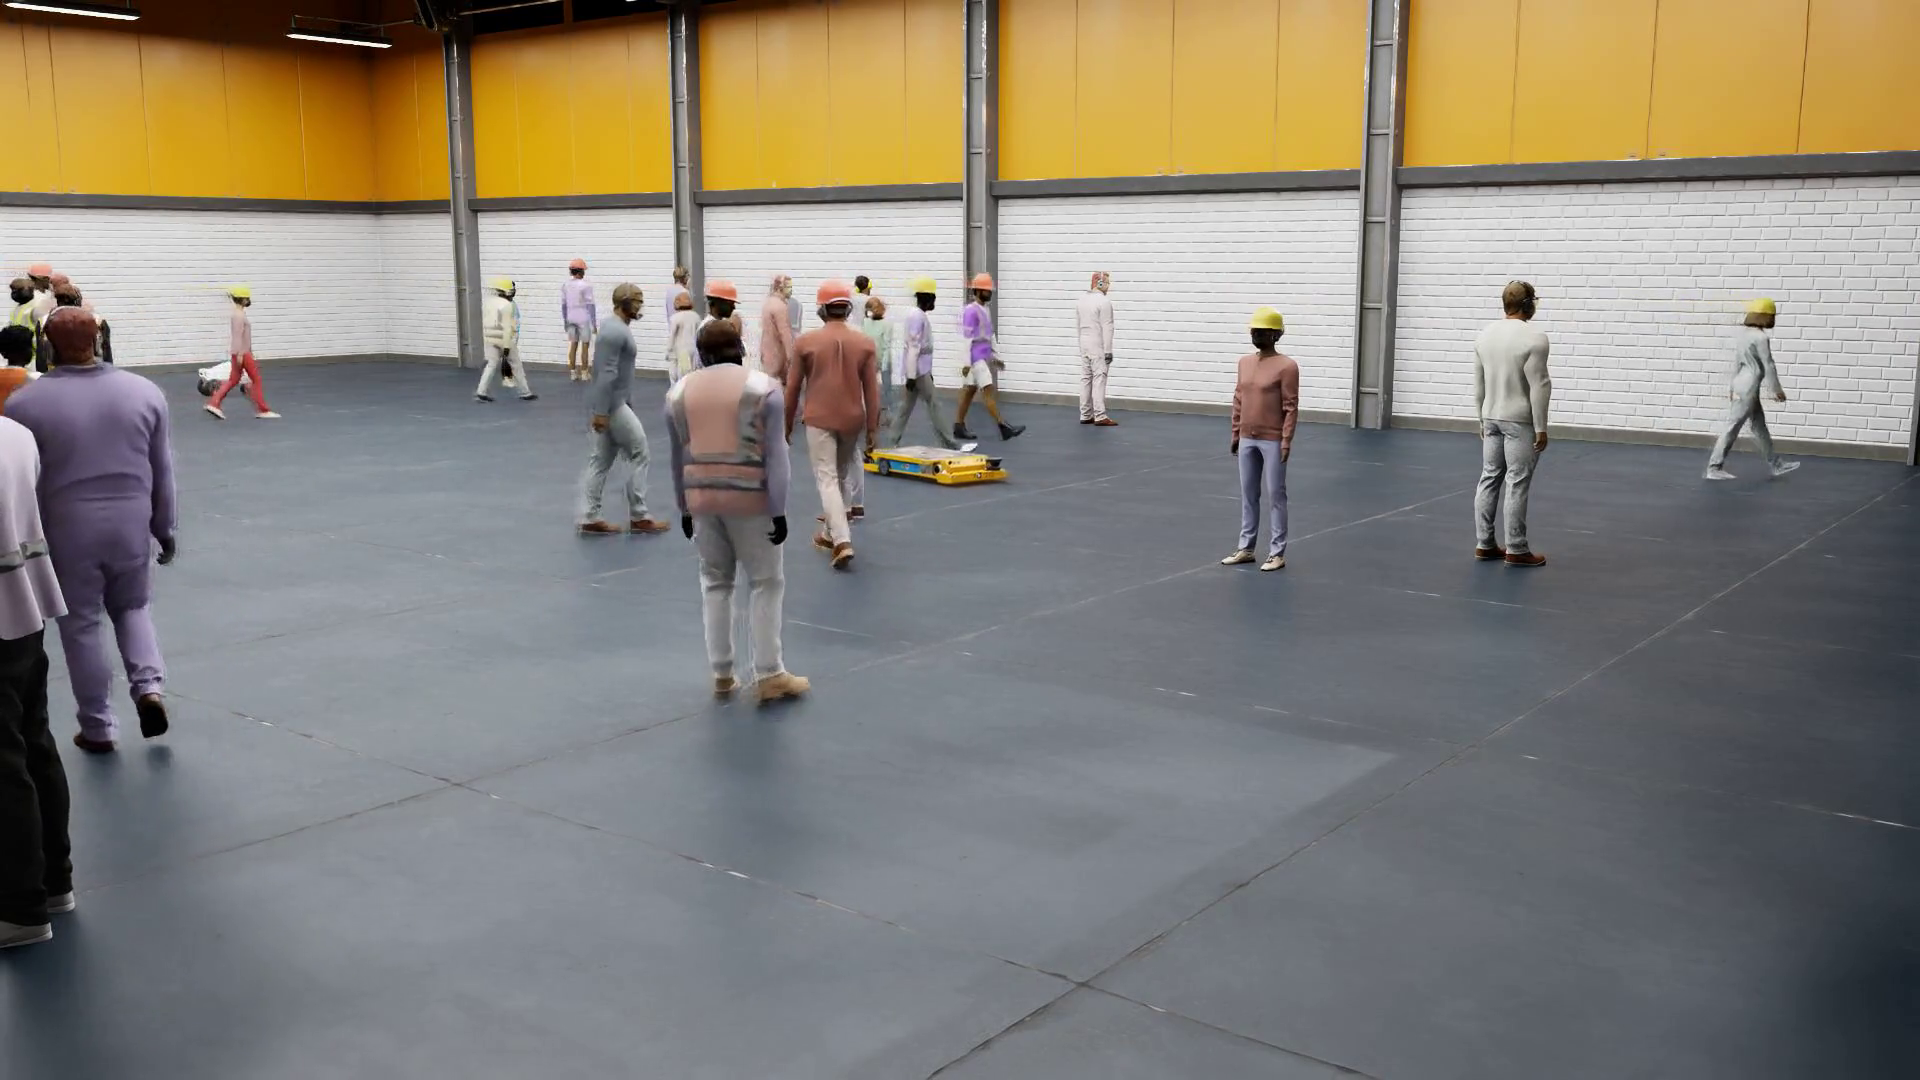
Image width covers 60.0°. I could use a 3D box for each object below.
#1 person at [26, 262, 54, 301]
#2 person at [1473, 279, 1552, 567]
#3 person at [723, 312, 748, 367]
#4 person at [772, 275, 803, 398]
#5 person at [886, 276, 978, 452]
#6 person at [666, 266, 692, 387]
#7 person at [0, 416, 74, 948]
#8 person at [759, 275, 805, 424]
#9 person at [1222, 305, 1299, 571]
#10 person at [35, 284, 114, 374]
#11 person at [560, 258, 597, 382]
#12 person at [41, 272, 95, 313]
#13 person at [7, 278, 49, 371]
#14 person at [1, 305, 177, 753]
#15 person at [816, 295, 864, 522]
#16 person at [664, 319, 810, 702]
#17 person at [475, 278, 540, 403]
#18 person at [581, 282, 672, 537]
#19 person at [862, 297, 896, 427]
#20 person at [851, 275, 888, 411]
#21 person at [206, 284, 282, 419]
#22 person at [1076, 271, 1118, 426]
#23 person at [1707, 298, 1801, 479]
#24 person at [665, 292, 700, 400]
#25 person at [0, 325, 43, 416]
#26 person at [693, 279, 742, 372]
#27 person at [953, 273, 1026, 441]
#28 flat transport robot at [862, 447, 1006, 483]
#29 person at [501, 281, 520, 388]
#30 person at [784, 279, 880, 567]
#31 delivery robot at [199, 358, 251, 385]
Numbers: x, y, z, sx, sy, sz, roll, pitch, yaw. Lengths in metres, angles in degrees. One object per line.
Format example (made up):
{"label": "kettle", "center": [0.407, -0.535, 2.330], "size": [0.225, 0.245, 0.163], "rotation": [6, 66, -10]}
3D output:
{"label": "person", "center": [-11.149, -2.396, 20.472], "size": [0.944, 2.003, 0.613], "rotation": [-6, 12, -32]}
{"label": "person", "center": [3.743, -0.786, 11.277], "size": [0.372, 1.940, 0.629], "rotation": [-5, 11, -27]}
{"label": "person", "center": [-1.921, -1.196, 14.587], "size": [0.694, 1.619, 0.516], "rotation": [2, 10, 10]}
{"label": "person", "center": [-2.441, -2.740, 23.003], "size": [0.404, 1.824, 0.586], "rotation": [9, 13, 42]}
{"label": "person", "center": [-0.322, -1.737, 16.965], "size": [0.988, 1.875, 0.613], "rotation": [-1, 10, -3]}
{"label": "person", "center": [-4.055, -3.008, 24.212], "size": [0.372, 1.940, 0.627], "rotation": [-7, 12, -34]}
{"label": "person", "center": [-2.954, 0.295, 5.063], "size": [0.398, 1.913, 0.588], "rotation": [-1, 10, -7]}
{"label": "person", "center": [-2.160, -2.302, 20.362], "size": [1.004, 1.846, 0.665], "rotation": [-3, 10, -15]}
{"label": "person", "center": [2.026, -0.680, 11.153], "size": [0.303, 1.772, 0.522], "rotation": [-8, 13, -40]}
{"label": "person", "center": [-8.116, -1.423, 15.275], "size": [0.631, 1.839, 0.428], "rotation": [-4, 11, -24]}
{"label": "person", "center": [-6.296, -3.623, 27.546], "size": [0.644, 2.029, 0.384], "rotation": [4, 11, 23]}
{"label": "person", "center": [-10.421, -2.159, 19.394], "size": [0.677, 1.909, 0.405], "rotation": [-9, 13, -43]}
{"label": "person", "center": [-10.736, -2.098, 19.207], "size": [0.640, 1.841, 0.429], "rotation": [7, 12, 36]}
{"label": "person", "center": [-3.654, -0.032, 6.998], "size": [0.427, 1.895, 0.666], "rotation": [9, 13, 43]}
{"label": "person", "center": [-0.943, -1.067, 13.136], "size": [0.329, 1.865, 0.510], "rotation": [4, 11, 24]}
{"label": "person", "center": [-1.087, -0.146, 7.955], "size": [0.679, 1.803, 0.465], "rotation": [3, 10, 19]}
{"label": "person", "center": [-6.512, -2.827, 23.636], "size": [0.606, 1.788, 0.947], "rotation": [10, 14, 44]}
{"label": "person", "center": [-2.489, -0.963, 12.406], "size": [0.794, 1.899, 0.651], "rotation": [-2, 10, -13]}
{"label": "person", "center": [-1.051, -2.147, 20.192], "size": [0.518, 1.582, 0.831], "rotation": [8, 12, 38]}
{"label": "person", "center": [-1.291, -2.661, 22.516], "size": [0.382, 1.838, 0.604], "rotation": [-8, 12, -38]}
{"label": "person", "center": [-9.254, -2.403, 21.296], "size": [0.861, 1.733, 0.525], "rotation": [-5, 11, -27]}
{"label": "person", "center": [1.705, -2.361, 20.565], "size": [0.400, 1.901, 0.643], "rotation": [-5, 11, -28]}
{"label": "person", "center": [7.466, -1.394, 15.533], "size": [0.910, 1.689, 0.487], "rotation": [1, 10, 7]}
{"label": "person", "center": [-3.782, -2.550, 22.529], "size": [0.825, 1.585, 0.523], "rotation": [8, 12, 38]}
{"label": "person", "center": [-6.207, -0.572, 11.002], "size": [0.545, 1.608, 0.881], "rotation": [3, 10, 14]}
{"label": "person", "center": [-1.940, -1.198, 13.782], "size": [0.788, 1.899, 0.569], "rotation": [-2, 10, -12]}
{"label": "person", "center": [0.320, -2.057, 18.820], "size": [0.962, 1.891, 0.549], "rotation": [3, 10, 16]}
{"label": "flat transport robot", "center": [-0.278, -0.729, 15.791], "size": [0.652, 0.197, 1.431], "rotation": [-8, 13, -39]}
{"label": "person", "center": [-7.152, -3.268, 26.427], "size": [0.316, 1.695, 0.541], "rotation": [1, 10, 4]}
{"label": "person", "center": [-0.856, -0.805, 11.391], "size": [0.622, 1.955, 1.025], "rotation": [-4, 11, -24]}
{"label": "delivery robot", "center": [-10.923, -2.461, 24.767], "size": [0.707, 0.478, 0.477], "rotation": [-7, 12, -37]}
